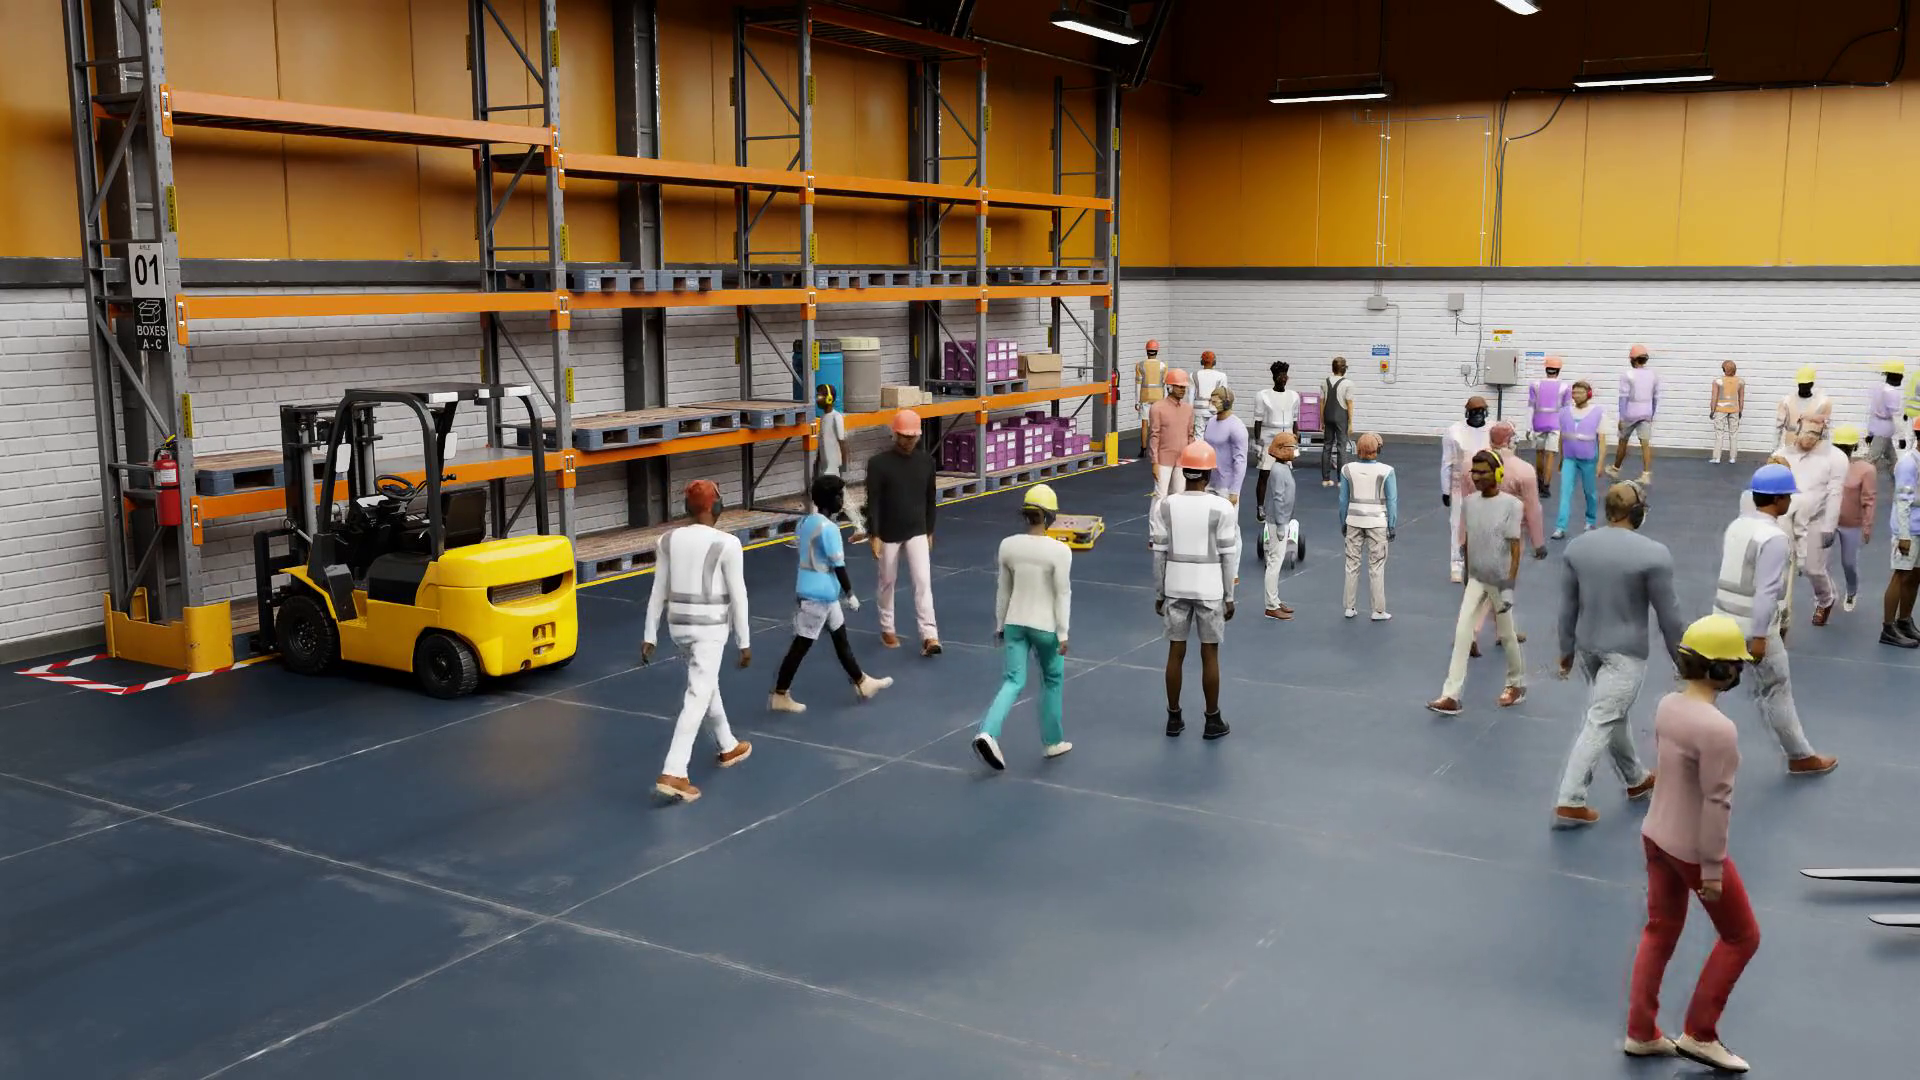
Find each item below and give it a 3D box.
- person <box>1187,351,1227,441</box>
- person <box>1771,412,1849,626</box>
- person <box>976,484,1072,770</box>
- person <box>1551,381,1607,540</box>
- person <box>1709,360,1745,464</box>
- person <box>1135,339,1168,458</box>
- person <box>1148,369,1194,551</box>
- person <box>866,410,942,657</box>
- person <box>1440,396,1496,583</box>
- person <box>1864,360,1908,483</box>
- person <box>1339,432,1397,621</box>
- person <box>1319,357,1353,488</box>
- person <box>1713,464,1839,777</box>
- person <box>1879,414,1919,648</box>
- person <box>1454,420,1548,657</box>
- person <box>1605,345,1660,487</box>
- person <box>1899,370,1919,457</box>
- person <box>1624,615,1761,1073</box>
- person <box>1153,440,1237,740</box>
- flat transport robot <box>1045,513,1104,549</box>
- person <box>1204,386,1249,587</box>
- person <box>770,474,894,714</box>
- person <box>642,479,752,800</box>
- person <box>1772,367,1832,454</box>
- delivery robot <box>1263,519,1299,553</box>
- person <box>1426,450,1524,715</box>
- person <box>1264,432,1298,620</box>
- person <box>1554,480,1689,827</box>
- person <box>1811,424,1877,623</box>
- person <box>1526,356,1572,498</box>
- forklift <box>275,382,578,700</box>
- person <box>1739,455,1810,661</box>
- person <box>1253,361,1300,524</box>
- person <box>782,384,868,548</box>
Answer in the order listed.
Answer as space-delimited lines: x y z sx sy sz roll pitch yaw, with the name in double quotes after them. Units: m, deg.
3.631 -1.838 24.437 0.586 1.882 0.341 1 9 9 "person"
7.087 -0.153 13.964 0.647 1.879 0.803 9 12 43 "person"
0.396 0.533 10.134 0.524 1.731 0.793 6 11 32 "person"
7.085 -0.921 19.000 0.581 1.799 0.955 8 12 41 "person"
12.130 -2.018 26.309 0.514 1.645 0.307 1 9 4 "person"
3.122 -2.303 27.167 0.551 1.936 0.356 0 9 -1 "person"
2.303 -0.860 18.032 0.617 1.990 0.400 -6 11 -34 "person"
-0.442 -0.048 13.083 0.637 1.937 1.019 -3 10 -17 "person"
4.996 -0.487 16.185 0.626 1.833 0.429 1 9 7 "person"
12.221 -1.416 21.821 0.993 1.870 0.618 2 9 12 "person"
3.536 -0.115 14.430 0.510 1.644 0.308 6 11 33 "person"
5.292 -1.650 23.382 0.505 1.846 0.347 8 12 41 "person"
4.733 0.485 9.937 1.016 1.889 0.630 0 9 -3 "person"
7.721 -0.089 13.396 0.546 1.929 0.394 -6 11 -34 "person"
4.239 -0.017 13.162 0.978 1.863 0.641 -6 11 -31 "person"
9.648 -1.788 23.790 0.637 1.985 1.033 -1 9 -6 "person"
14.309 -1.851 24.794 0.437 1.804 0.777 1 9 9 "person"
2.806 1.144 6.252 0.556 1.747 0.547 -1 9 -3 "person"
1.522 0.323 10.775 0.542 1.939 0.368 4 10 22 "person"
1.219 -0.108 18.657 0.652 0.197 1.431 2 9 11 "flat transport robot"
2.512 -0.505 15.947 0.370 1.940 0.627 -4 10 -21 "person"
-0.895 0.370 11.377 0.905 1.636 0.534 -3 9 -15 "person"
-1.538 0.554 9.763 0.588 1.820 1.104 5 10 29 "person"
10.248 -1.167 20.238 0.599 1.895 0.905 8 12 41 "person"
3.333 -0.070 17.244 0.477 0.478 0.707 2 9 12 "delivery robot"
3.606 0.291 11.355 0.985 1.818 0.543 -7 12 -39 "person"
2.818 -0.132 14.566 0.279 1.634 0.499 2 9 15 "person"
3.627 0.613 9.162 1.047 1.886 0.649 -5 10 -28 "person"
7.682 -0.162 14.475 0.523 1.734 0.797 7 11 36 "person"
8.013 -1.545 22.573 0.568 1.890 0.946 5 10 28 "person"
-3.974 -0.067 12.417 2.313 2.155 1.214 5 11 30 "forklift"
6.346 0.131 13.002 0.503 1.620 0.562 6 11 33 "person"
3.818 -1.179 20.064 0.600 1.966 0.368 -3 10 -17 "person"
-1.462 -0.816 18.308 1.023 1.812 0.522 -3 10 -20 "person"
